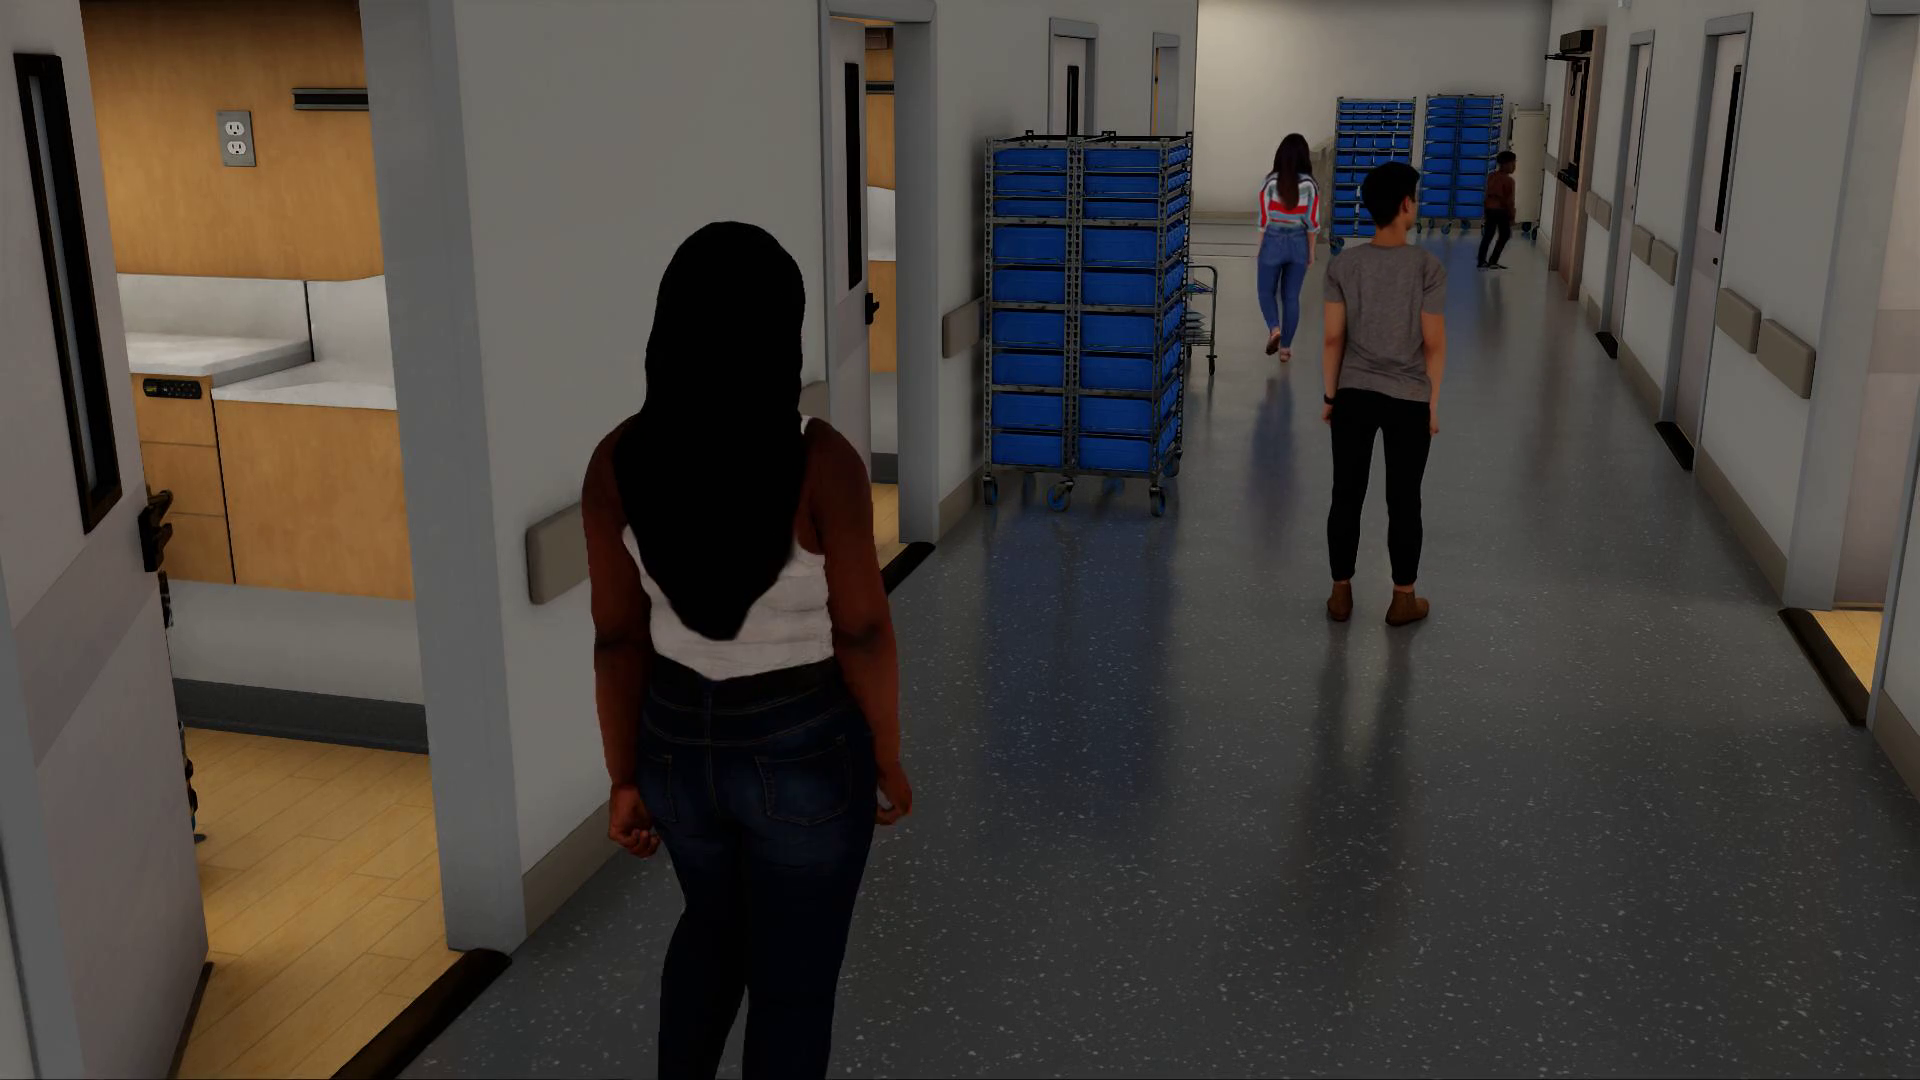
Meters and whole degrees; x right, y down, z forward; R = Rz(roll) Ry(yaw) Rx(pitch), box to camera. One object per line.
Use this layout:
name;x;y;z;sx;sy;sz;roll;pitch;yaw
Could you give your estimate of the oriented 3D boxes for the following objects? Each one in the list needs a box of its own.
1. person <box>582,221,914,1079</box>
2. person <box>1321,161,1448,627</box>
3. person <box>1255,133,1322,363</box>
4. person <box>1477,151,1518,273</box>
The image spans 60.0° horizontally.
person;-0.370;0.411;2.691;0.672;1.798;0.693;6;17;20
person;1.569;-0.536;6.204;0.644;1.716;0.596;8;17;25
person;2.303;-2.043;11.757;0.652;1.604;0.724;2;16;7
person;5.580;-3.398;17.248;0.688;1.231;0.581;-10;18;-31
